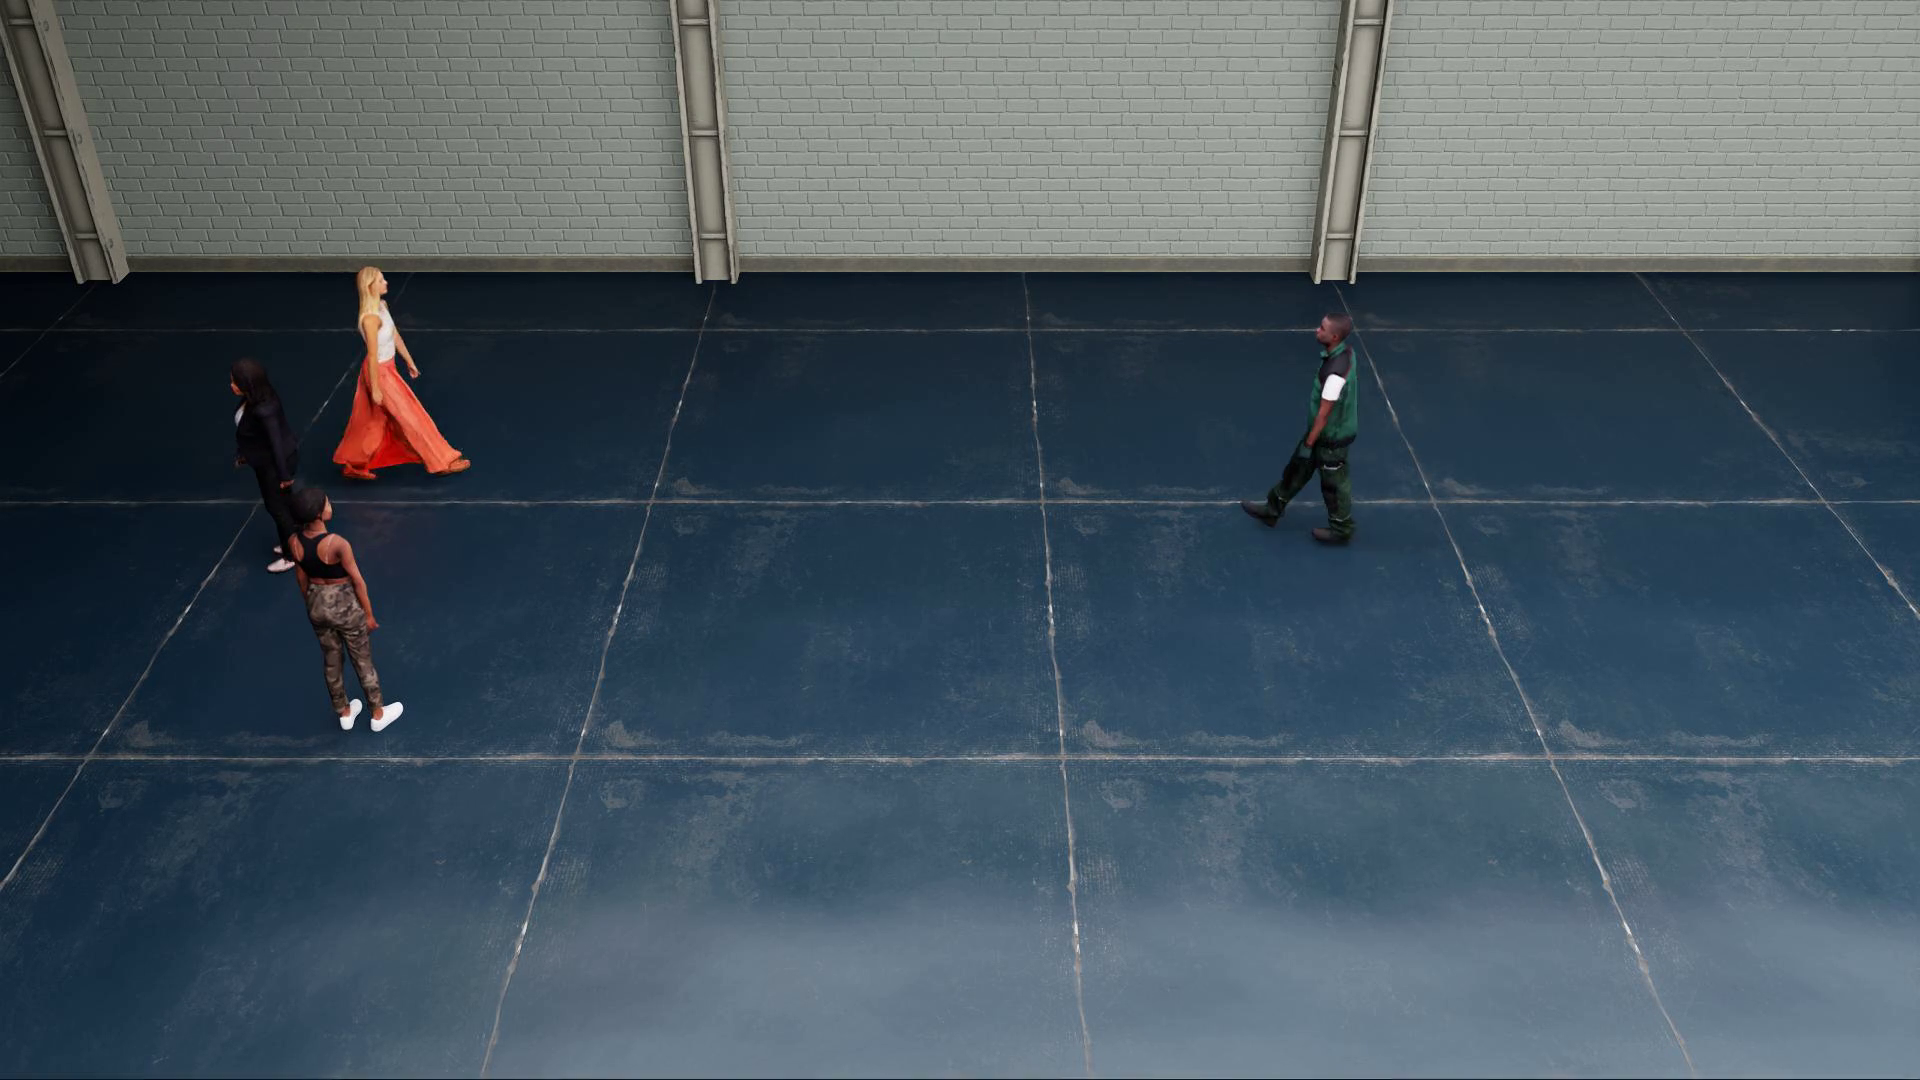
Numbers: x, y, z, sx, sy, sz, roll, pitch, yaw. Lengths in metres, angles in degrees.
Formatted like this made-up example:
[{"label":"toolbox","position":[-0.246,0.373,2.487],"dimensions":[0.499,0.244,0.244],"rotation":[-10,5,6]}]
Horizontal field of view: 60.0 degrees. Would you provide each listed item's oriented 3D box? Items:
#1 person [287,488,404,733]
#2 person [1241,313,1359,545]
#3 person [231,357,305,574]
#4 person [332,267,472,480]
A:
[{"label":"person","position":[-3.775,0.432,10.063],"dimensions":[0.534,1.701,0.676],"rotation":[6,34,9]},{"label":"person","position":[2.698,-0.738,11.767],"dimensions":[1.148,1.806,0.872],"rotation":[7,34,11]},{"label":"person","position":[-4.784,-0.586,11.715],"dimensions":[0.815,1.606,0.781],"rotation":[-18,37,-26]},{"label":"person","position":[-4.433,-1.188,12.507],"dimensions":[1.294,1.753,0.796],"rotation":[-5,33,-8]}]
